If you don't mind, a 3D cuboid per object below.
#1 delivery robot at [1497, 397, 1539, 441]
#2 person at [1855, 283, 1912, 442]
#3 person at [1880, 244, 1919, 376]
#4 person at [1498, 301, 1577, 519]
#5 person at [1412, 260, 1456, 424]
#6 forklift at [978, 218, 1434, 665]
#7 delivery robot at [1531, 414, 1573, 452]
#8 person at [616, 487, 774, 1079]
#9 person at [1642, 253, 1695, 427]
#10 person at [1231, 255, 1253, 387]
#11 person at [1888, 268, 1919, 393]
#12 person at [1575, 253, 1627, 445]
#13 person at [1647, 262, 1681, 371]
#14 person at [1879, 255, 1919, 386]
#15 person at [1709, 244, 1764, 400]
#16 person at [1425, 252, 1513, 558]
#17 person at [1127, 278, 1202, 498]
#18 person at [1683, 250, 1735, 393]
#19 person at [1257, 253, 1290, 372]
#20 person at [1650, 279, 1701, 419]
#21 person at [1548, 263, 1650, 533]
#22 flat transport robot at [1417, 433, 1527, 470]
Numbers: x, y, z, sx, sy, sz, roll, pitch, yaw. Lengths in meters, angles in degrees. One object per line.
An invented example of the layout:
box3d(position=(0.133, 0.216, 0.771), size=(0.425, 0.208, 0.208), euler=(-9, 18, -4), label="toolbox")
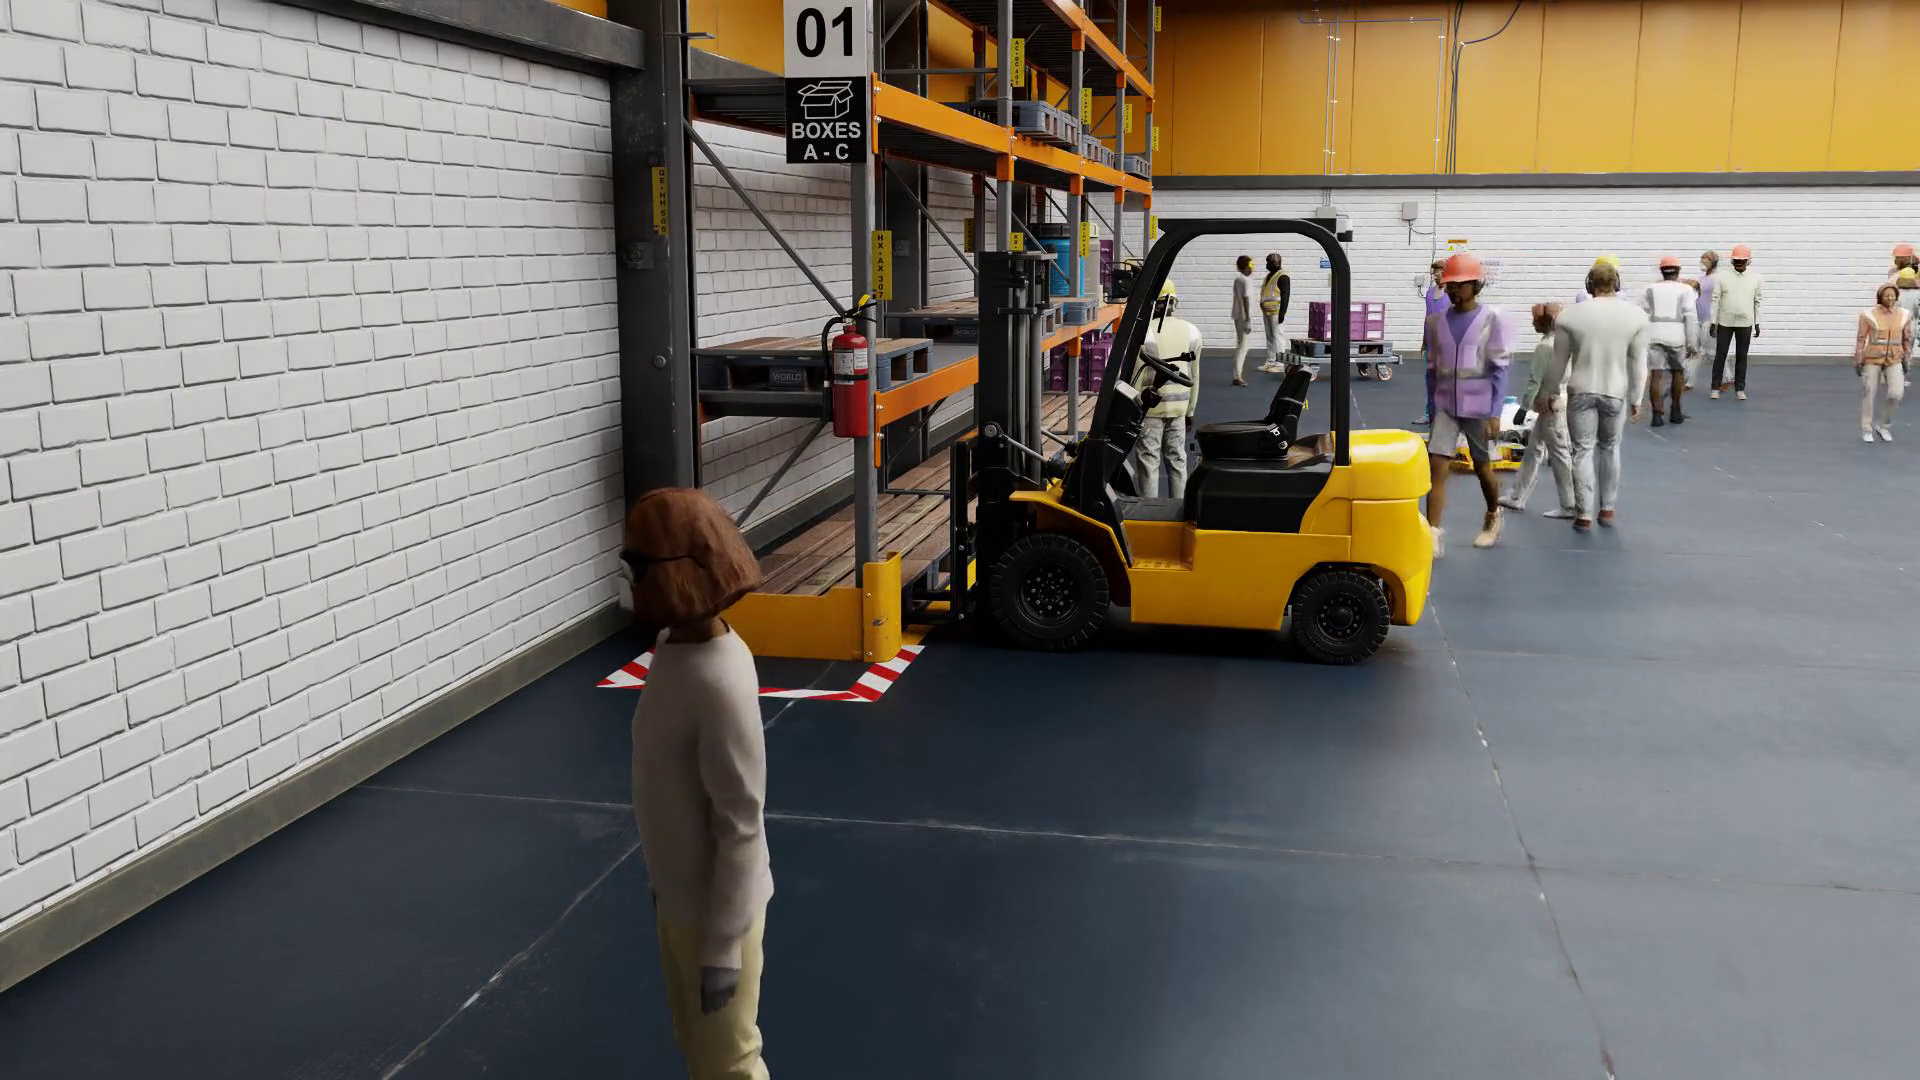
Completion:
box3d(position=(5.281, -1.134, 15.979), size=(0.707, 0.478, 0.477), euler=(-7, 12, -33), label="delivery robot")
box3d(position=(9.369, -1.791, 16.905), size=(0.540, 1.623, 0.424), euler=(2, 11, 11), label="person")
box3d(position=(14.000, -3.443, 24.980), size=(0.808, 1.969, 0.629), euler=(-2, 11, -13), label="person")
box3d(position=(4.318, -0.970, 12.430), size=(0.736, 1.609, 0.522), euler=(6, 12, 31), label="person")
box3d(position=(5.332, -2.167, 18.379), size=(0.389, 1.838, 0.563), euler=(-5, 12, -26), label="person")
box3d(position=(1.285, -0.567, 8.635), size=(2.313, 2.155, 1.214), euler=(2, 11, 11), label="forklift")
box3d(position=(5.573, -1.040, 15.464), size=(0.477, 0.478, 0.707), euler=(0, 10, 2), label="delivery robot")
box3d(position=(-0.502, 0.706, 3.195), size=(0.268, 1.631, 0.507), euler=(-4, 11, -22), label="person")
box3d(position=(7.894, -2.232, 18.553), size=(0.570, 1.898, 0.849), euler=(7, 12, 33), label="person")
box3d(position=(3.975, -3.068, 23.361), size=(0.331, 1.834, 0.676), euler=(-1, 10, -6), label="person")
box3d(position=(12.165, -2.667, 21.509), size=(0.502, 1.695, 0.895), euler=(3, 11, 16), label="person")
box3d(position=(6.352, -1.869, 16.494), size=(0.588, 1.930, 0.364), euler=(-4, 11, -22), label="person")
box3d(position=(10.993, -3.513, 25.966), size=(0.527, 1.765, 0.329), euler=(-4, 11, -20), label="person")
box3d(position=(13.265, -3.083, 23.432), size=(0.430, 1.836, 0.632), euler=(1, 10, 8), label="person")
box3d(position=(9.984, -2.797, 21.411), size=(0.623, 1.990, 0.393), euler=(3, 11, 18), label="person")
box3d(position=(3.334, -0.884, 10.924), size=(0.621, 2.006, 1.015), euler=(9, 13, 39), label="person")
box3d(position=(1.367, -0.900, 11.455), size=(0.599, 1.830, 0.404), euler=(-5, 12, -27), label="person")
box3d(position=(10.031, -2.915, 22.276), size=(0.802, 1.920, 0.641), euler=(0, 10, -1), label="person")
box3d(position=(4.859, -3.518, 25.784), size=(0.429, 1.839, 0.633), euler=(-3, 11, -16), label="person")
box3d(position=(8.294, -2.192, 19.137), size=(0.391, 1.618, 0.519), euler=(8, 13, 37), label="person")
box3d(position=(4.561, -1.027, 11.963), size=(0.632, 1.899, 0.786), euler=(2, 11, 12), label="person")
box3d(position=(4.590, -0.838, 15.395), size=(0.652, 0.197, 1.431), euler=(-3, 11, -16), label="flat transport robot")
